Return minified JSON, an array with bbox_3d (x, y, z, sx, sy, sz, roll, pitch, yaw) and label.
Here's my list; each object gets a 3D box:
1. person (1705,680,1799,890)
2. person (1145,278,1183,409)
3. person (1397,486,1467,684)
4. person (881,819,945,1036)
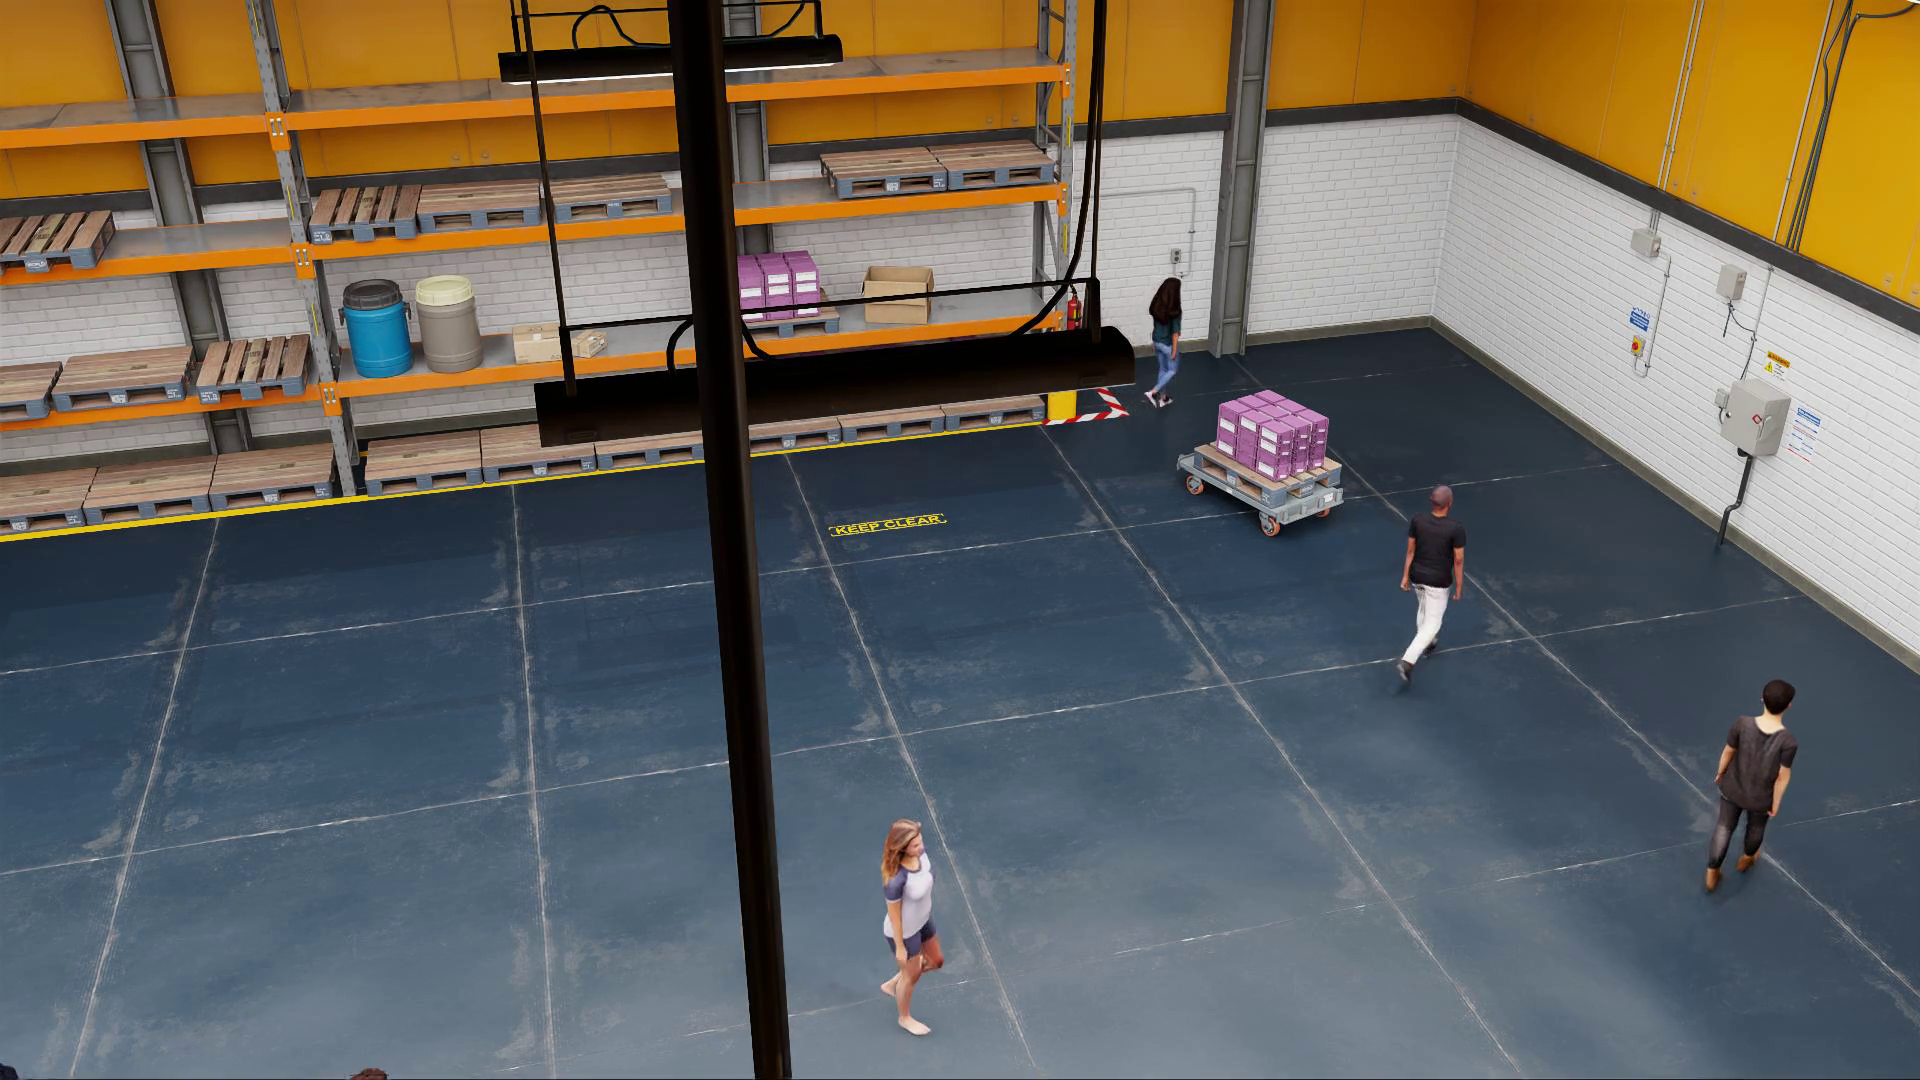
[{"bbox_3d":[5.648,1.789,11.944,0.931,1.692,1.044,22,36,35],"label":"person"},{"bbox_3d":[2.364,-2.272,19.479,0.902,1.605,0.795,-26,38,-38],"label":"person"},{"bbox_3d":[4.054,0.396,14.410,1.078,1.776,1.260,22,36,35],"label":"person"},{"bbox_3d":[-0.397,2.457,10.694,0.827,1.715,0.769,14,31,24],"label":"person"}]
